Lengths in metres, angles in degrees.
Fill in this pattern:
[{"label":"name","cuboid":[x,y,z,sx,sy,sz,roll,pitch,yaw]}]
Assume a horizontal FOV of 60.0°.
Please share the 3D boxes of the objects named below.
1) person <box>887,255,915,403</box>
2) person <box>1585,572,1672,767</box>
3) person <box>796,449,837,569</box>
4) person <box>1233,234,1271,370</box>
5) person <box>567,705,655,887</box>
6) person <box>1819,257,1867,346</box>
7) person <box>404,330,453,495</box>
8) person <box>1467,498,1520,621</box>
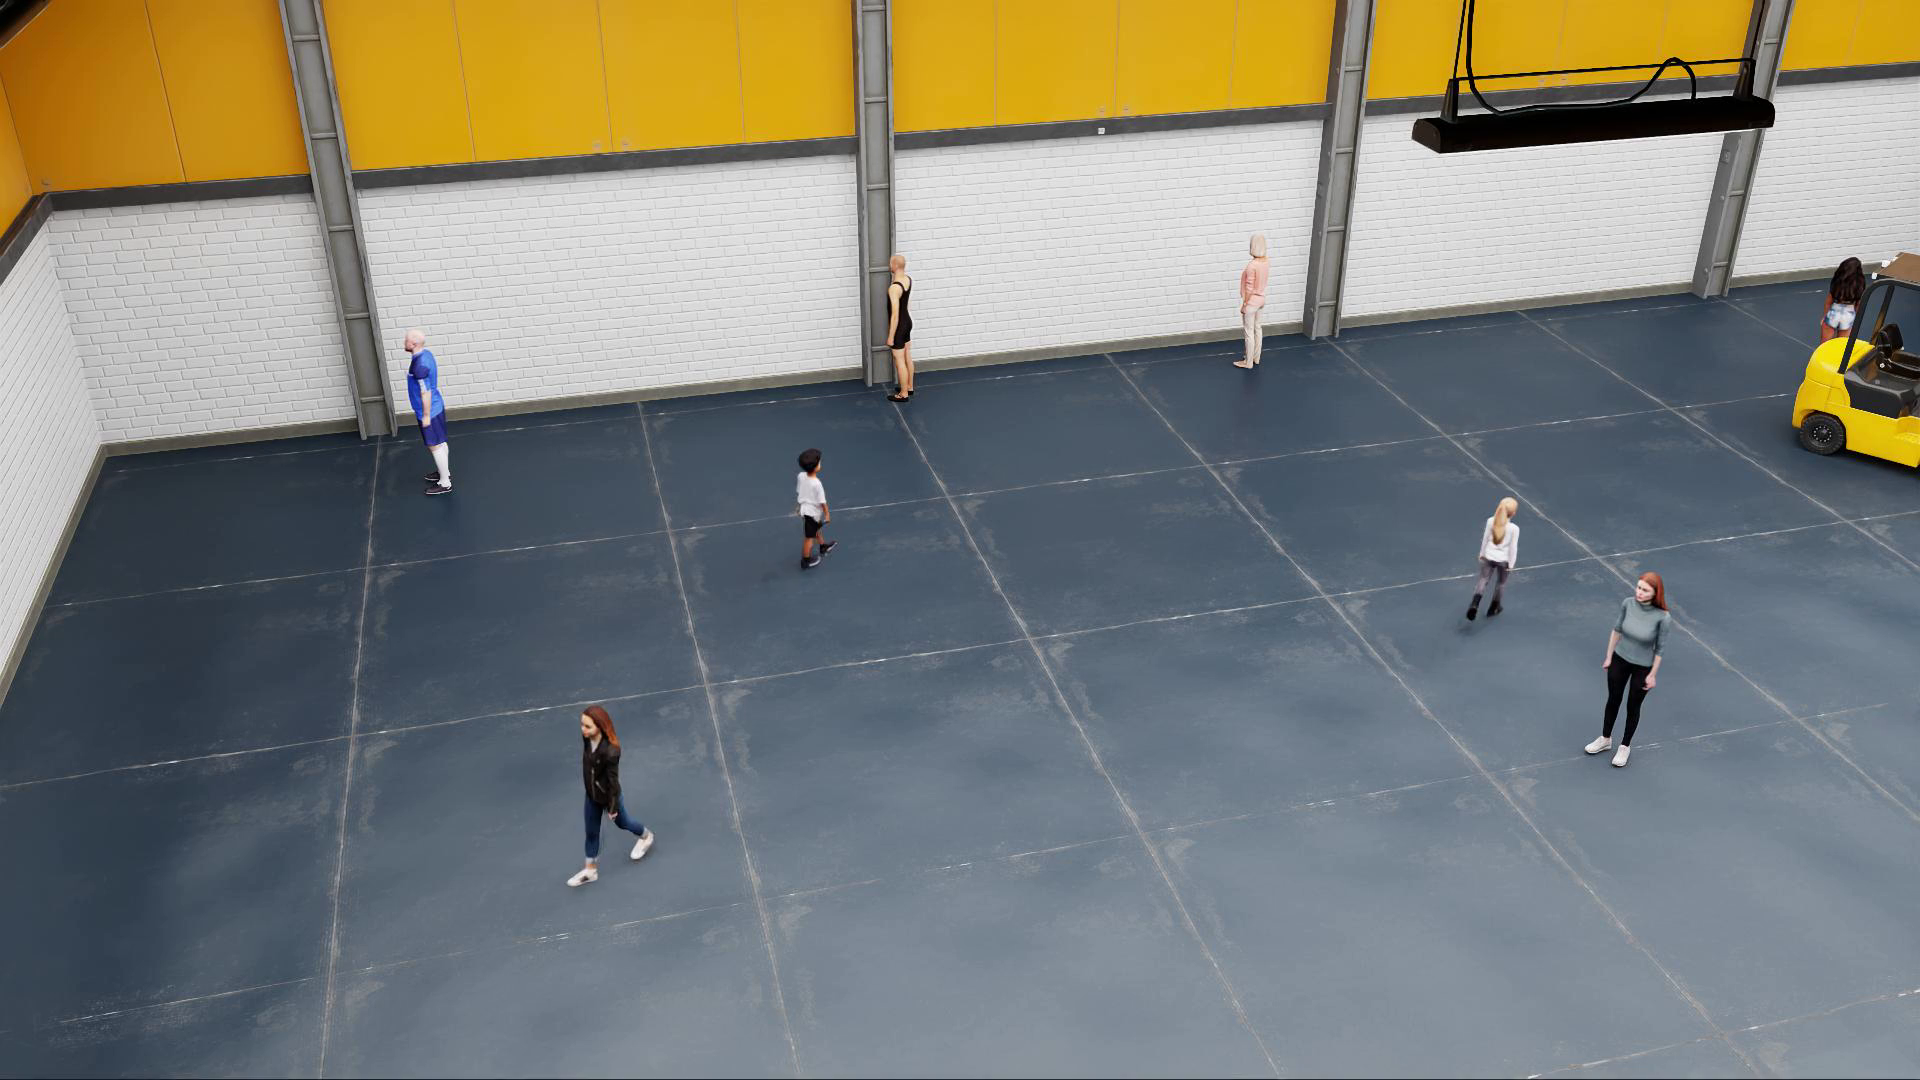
[{"label":"person","cuboid":[-0.712,-2.536,19.893,0.712,1.814,0.713,10,30,17]},{"label":"person","cuboid":[5.431,1.028,13.434,0.674,1.743,0.669,-23,36,-35]},{"label":"person","cuboid":[-1.510,-0.289,16.371,0.823,1.243,0.698,-24,37,-37]},{"label":"person","cuboid":[3.682,-3.000,20.836,0.745,1.726,0.655,21,35,33]},{"label":"person","cuboid":[-2.560,1.835,12.260,0.909,1.450,1.063,23,36,35]},{"label":"person","cuboid":[10.747,-2.672,20.340,0.648,1.626,0.724,11,30,19]},{"label":"person","cuboid":[-5.676,-1.394,17.772,0.576,1.842,0.673,-6,29,-11]},{"label":"person","cuboid":[4.959,0.196,15.458,0.731,1.265,0.842,23,36,35]}]
